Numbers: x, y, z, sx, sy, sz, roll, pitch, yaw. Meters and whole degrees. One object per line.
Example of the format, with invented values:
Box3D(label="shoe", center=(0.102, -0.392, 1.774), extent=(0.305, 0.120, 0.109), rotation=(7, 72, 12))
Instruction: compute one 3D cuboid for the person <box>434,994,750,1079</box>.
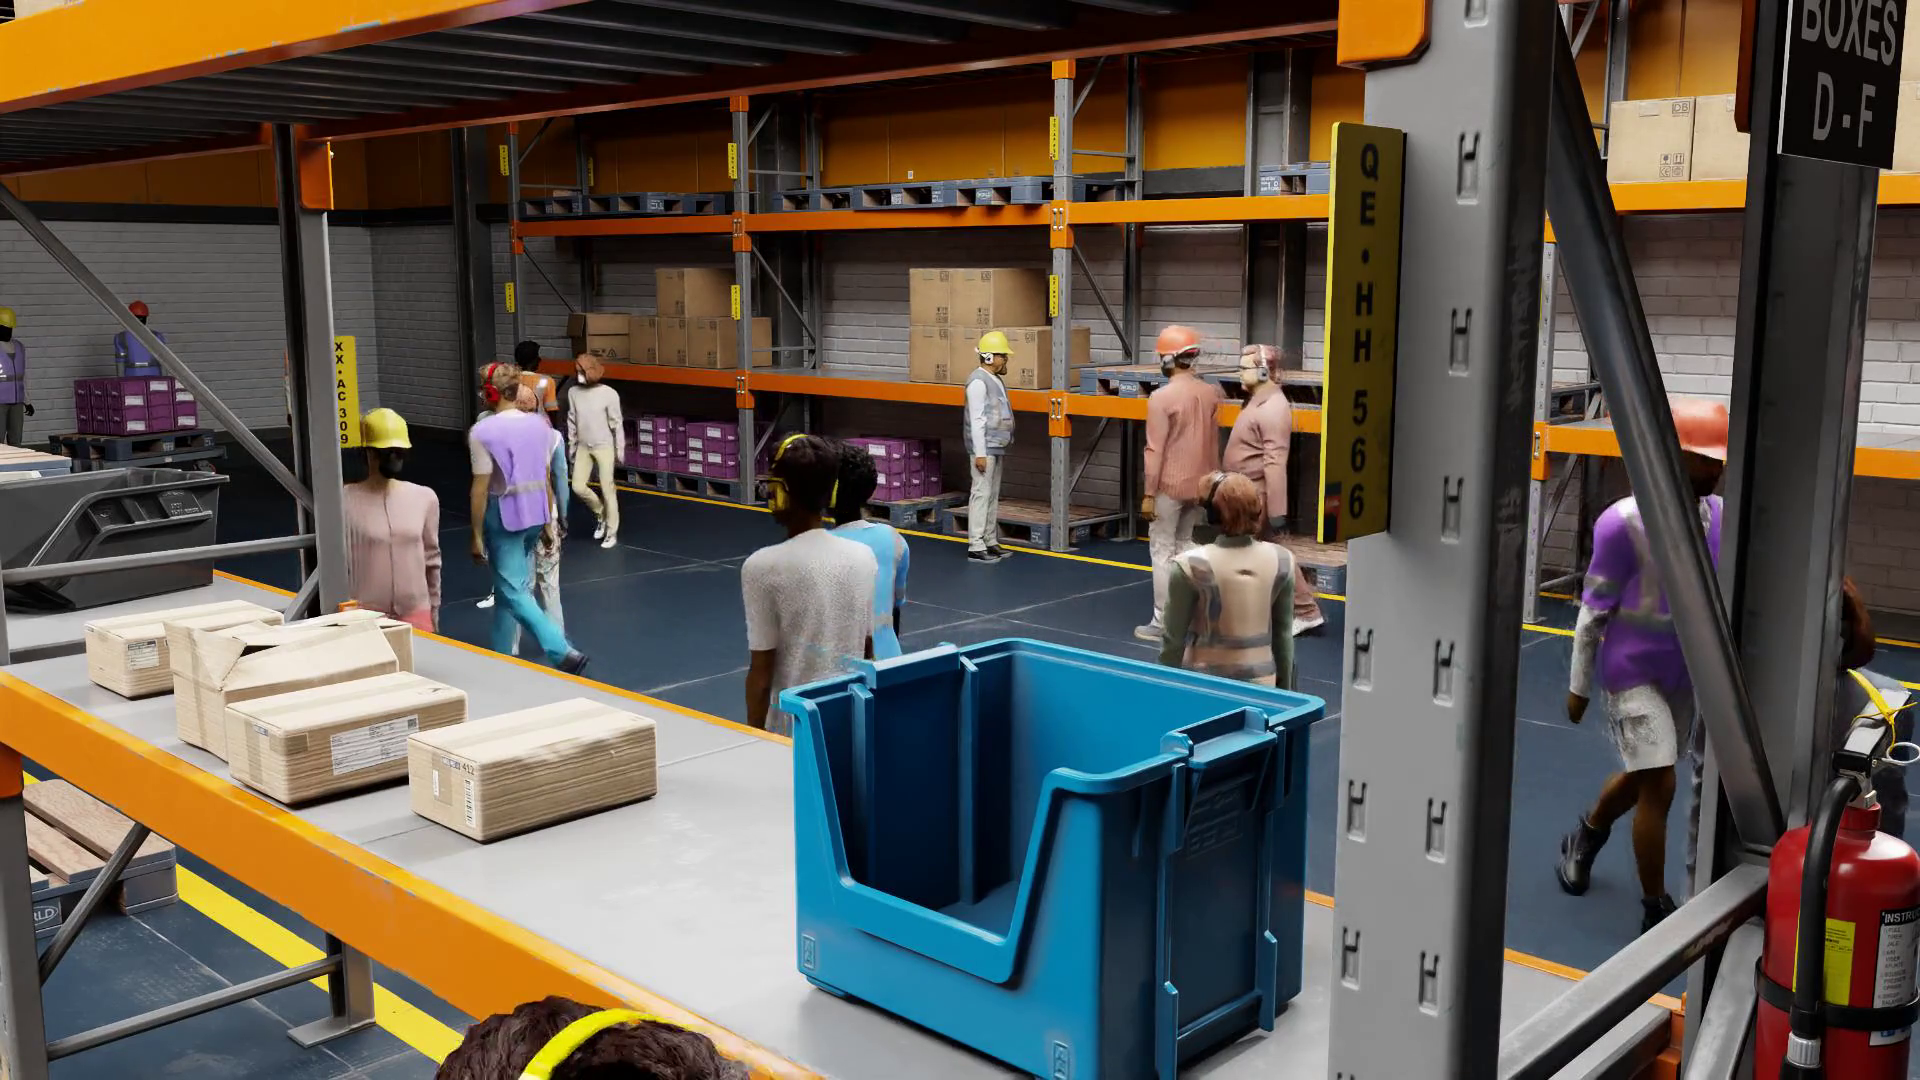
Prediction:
Box3D(label="person", center=(-0.071, 1.218, 1.126), extent=(0.586, 1.851, 0.564), rotation=(5, 11, 30))

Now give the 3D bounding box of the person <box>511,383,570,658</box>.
Box3D(label="person", center=(-2.586, -0.111, 9.921), extent=(0.514, 1.641, 0.308), rotation=(-3, 10, -18))

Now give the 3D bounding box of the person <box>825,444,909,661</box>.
Box3D(label="person", center=(-0.390, 0.501, 5.994), extent=(0.318, 1.695, 0.540), rotation=(7, 11, 36))

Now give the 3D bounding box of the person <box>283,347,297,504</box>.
Box3D(label="person", center=(-6.363, -1.313, 16.440), extent=(0.597, 1.935, 0.371), rotation=(-2, 9, -10))

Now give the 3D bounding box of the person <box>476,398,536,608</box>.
Box3D(label="person", center=(-3.089, -0.332, 11.291), extent=(0.507, 1.633, 0.277), rotation=(5, 10, 26))

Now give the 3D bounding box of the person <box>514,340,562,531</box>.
Box3D(label="person", center=(-3.751, -0.893, 14.529), extent=(0.535, 1.699, 0.322), rotation=(1, 9, 8))

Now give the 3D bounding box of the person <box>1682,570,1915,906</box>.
Box3D(label="person", center=(2.045, 0.850, 4.100), extent=(0.505, 1.622, 0.375), rotation=(3, 10, 16))

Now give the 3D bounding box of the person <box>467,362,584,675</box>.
Box3D(label="person", center=(-2.427, -0.072, 9.157), extent=(0.861, 1.816, 0.574), rotation=(4, 10, 25))

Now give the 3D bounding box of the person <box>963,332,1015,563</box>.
Box3D(label="person", center=(0.237, -0.735, 13.198), extent=(0.403, 1.825, 0.596), rotation=(3, 10, 19))

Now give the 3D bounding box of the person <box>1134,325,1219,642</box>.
Box3D(label="person", center=(1.375, -0.326, 10.213), extent=(0.565, 1.980, 0.620), rotation=(9, 13, 43))

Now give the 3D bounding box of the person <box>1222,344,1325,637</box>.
Box3D(label="person", center=(1.839, -0.282, 10.296), extent=(0.953, 1.866, 0.646), rotation=(1, 9, 7))

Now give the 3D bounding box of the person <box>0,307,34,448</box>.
Box3D(label="person", center=(-9.970, -1.471, 17.409), extent=(0.378, 1.918, 0.585), rotation=(3, 10, 16))

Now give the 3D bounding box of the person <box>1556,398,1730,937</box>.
Box3D(label="person", center=(2.375, 0.435, 5.814), extent=(0.542, 1.903, 0.880), rotation=(-3, 10, -18))

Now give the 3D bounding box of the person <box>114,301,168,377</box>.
Box3D(label="person", center=(-9.669, -1.853, 19.685), extent=(0.551, 1.936, 0.357), rotation=(-4, 10, -24))

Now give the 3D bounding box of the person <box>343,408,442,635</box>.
Box3D(label="person", center=(-2.469, 0.298, 7.098), extent=(0.528, 1.743, 0.787), rotation=(-7, 12, -38))

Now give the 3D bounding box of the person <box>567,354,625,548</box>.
Box3D(label="person", center=(-3.018, -0.738, 13.816), extent=(0.576, 1.611, 0.376), rotation=(3, 10, 19))

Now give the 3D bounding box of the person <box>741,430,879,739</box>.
Box3D(label="person", center=(-0.467, 0.613, 4.835), extent=(0.392, 1.847, 0.560), rotation=(9, 13, 43))

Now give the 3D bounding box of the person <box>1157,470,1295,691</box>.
Box3D(label="person", center=(0.956, 0.552, 5.939), extent=(0.530, 1.615, 0.731), rotation=(-4, 10, -21))
